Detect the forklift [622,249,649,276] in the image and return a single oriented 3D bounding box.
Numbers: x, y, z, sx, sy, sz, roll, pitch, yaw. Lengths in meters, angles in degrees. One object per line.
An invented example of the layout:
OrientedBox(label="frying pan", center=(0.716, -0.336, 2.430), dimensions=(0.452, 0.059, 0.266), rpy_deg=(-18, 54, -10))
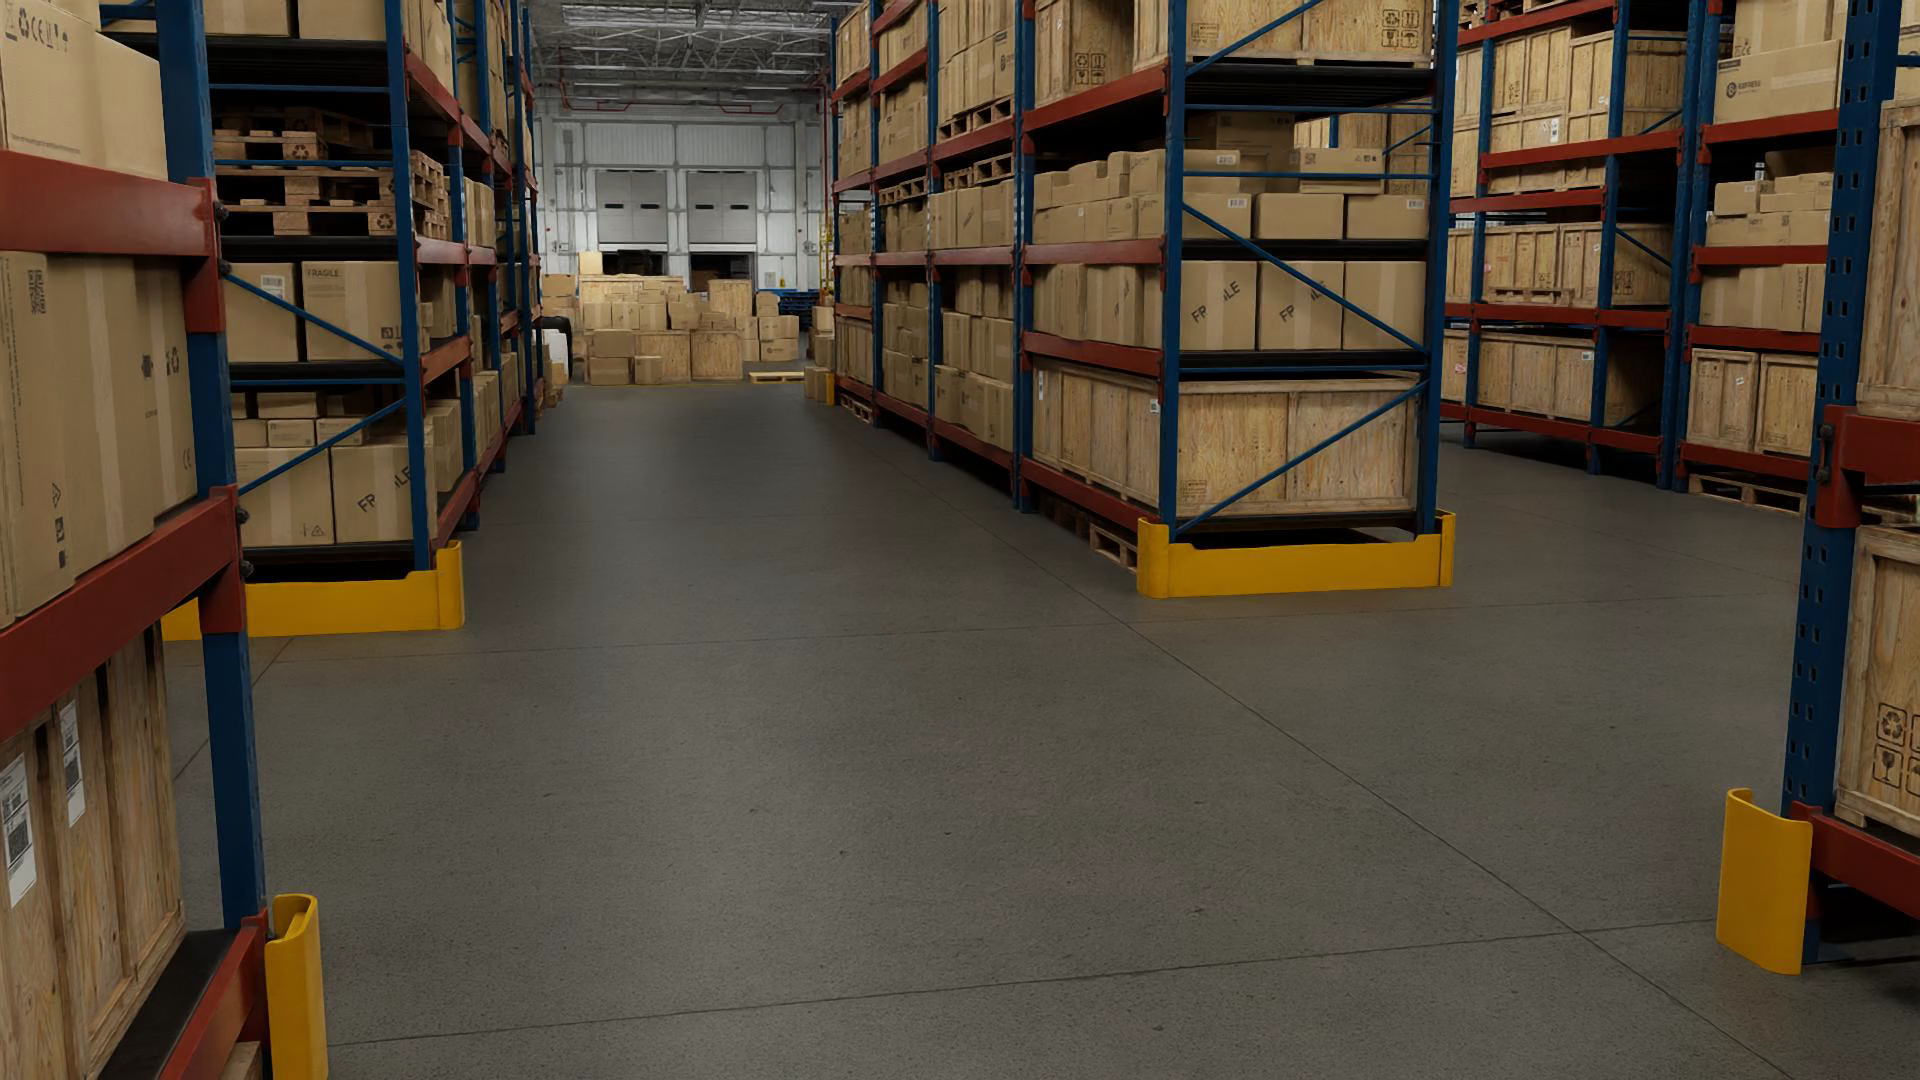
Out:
OrientedBox(label="forklift", center=(-10.974, -8.474, 56.474), dimensions=(1.129, 2.768, 1.873), rpy_deg=(-1, 9, -8))

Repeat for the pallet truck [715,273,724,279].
OrientedBox(label="pallet truck", center=(-8.580, -8.986, 62.280), dimensions=(1.885, 1.965, 0.823), rpy_deg=(1, 9, 5))
